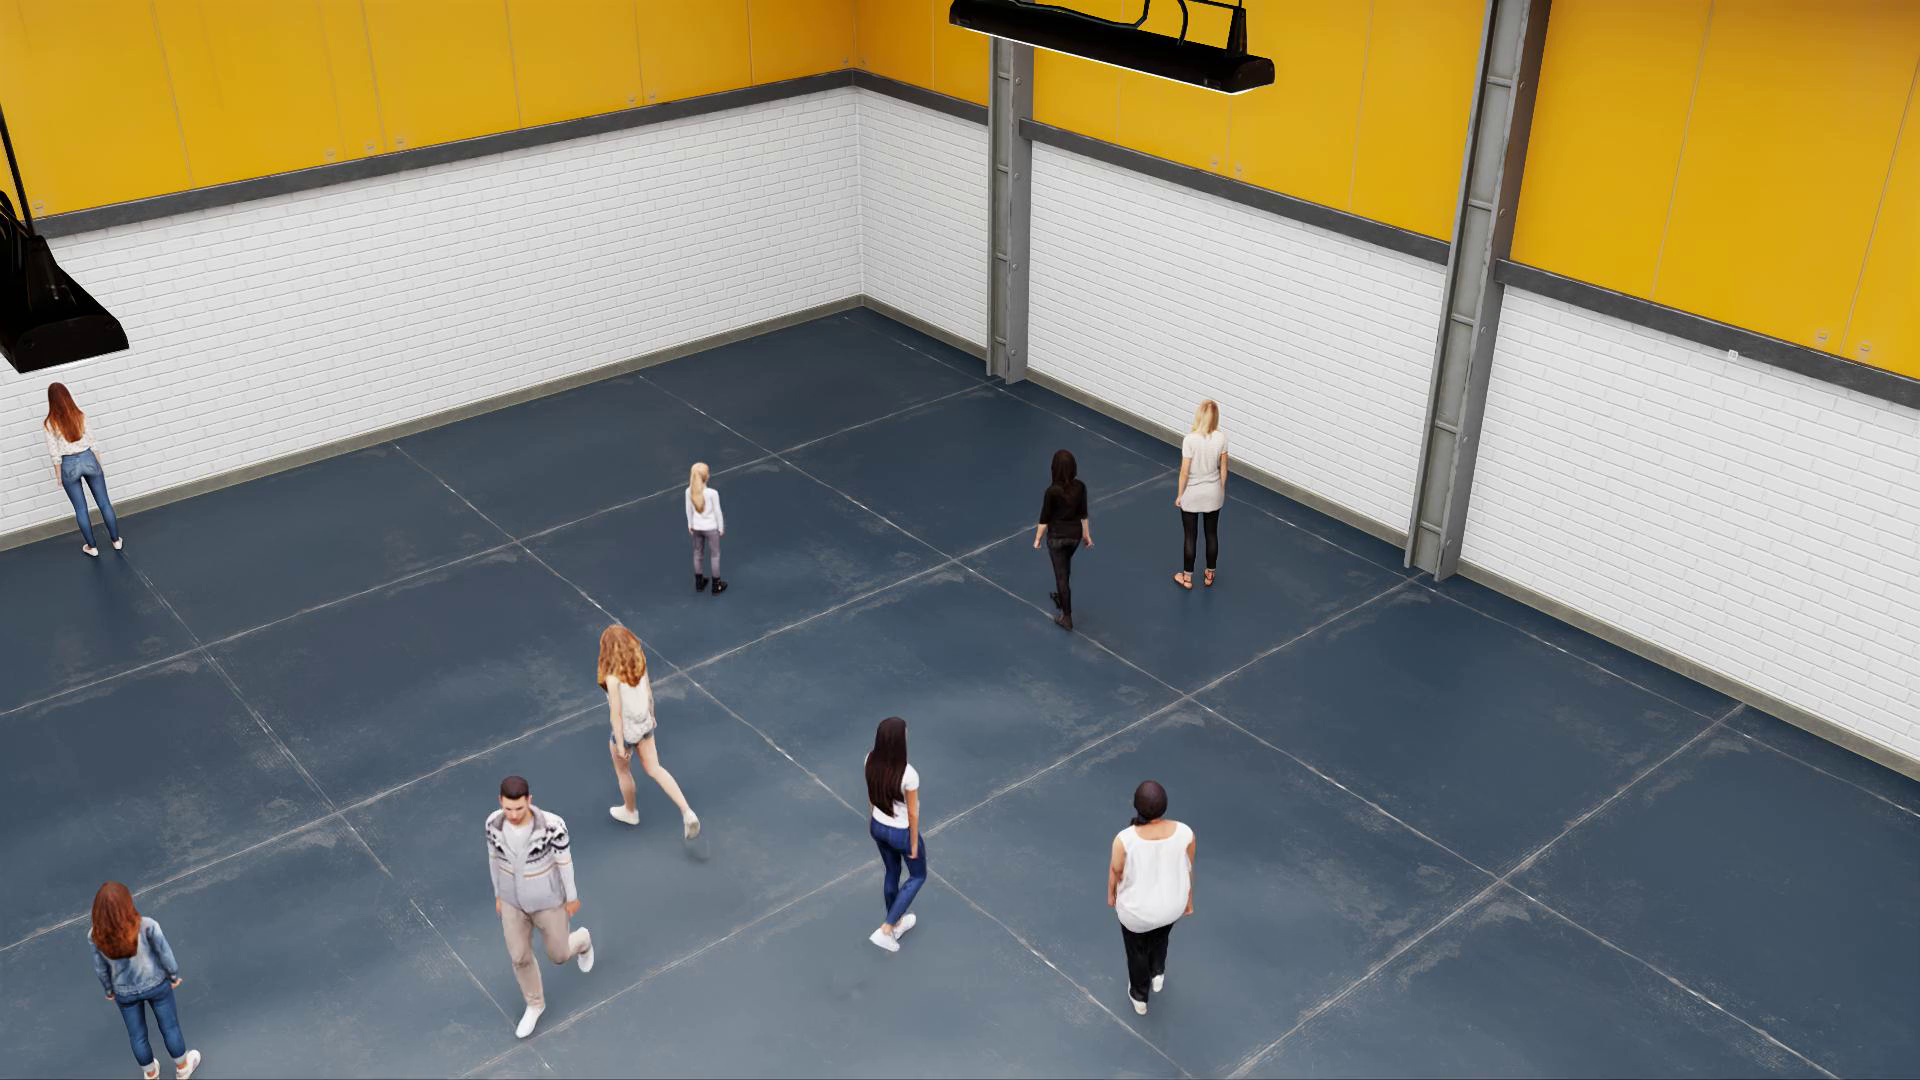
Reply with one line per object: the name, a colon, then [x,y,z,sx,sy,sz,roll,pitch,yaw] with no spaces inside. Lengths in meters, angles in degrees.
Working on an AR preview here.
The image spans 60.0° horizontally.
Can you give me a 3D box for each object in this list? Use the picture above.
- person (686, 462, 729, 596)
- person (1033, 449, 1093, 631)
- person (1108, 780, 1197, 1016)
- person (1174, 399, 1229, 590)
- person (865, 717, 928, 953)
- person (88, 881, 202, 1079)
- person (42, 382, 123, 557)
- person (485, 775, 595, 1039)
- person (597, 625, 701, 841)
person: [-2.287,-0.104,14.920,0.567,1.279,0.646,9,30,16]
person: [0.942,0.024,14.323,0.714,1.625,0.854,-15,32,-25]
person: [1.174,2.234,10.217,0.821,1.677,0.861,-3,29,-6]
person: [2.167,-0.408,14.904,0.693,1.825,0.691,-5,29,-10]
person: [-0.466,1.930,10.684,0.770,1.763,0.748,19,34,31]
person: [-4.809,2.604,9.749,0.632,1.476,0.624,-8,30,-13]
person: [-8.194,-0.667,15.482,0.581,1.728,0.515,-19,34,-31]
person: [-2.585,2.144,10.223,1.041,1.829,1.070,5,29,10]
person: [-2.219,1.396,11.700,1.144,1.728,0.802,17,33,29]
